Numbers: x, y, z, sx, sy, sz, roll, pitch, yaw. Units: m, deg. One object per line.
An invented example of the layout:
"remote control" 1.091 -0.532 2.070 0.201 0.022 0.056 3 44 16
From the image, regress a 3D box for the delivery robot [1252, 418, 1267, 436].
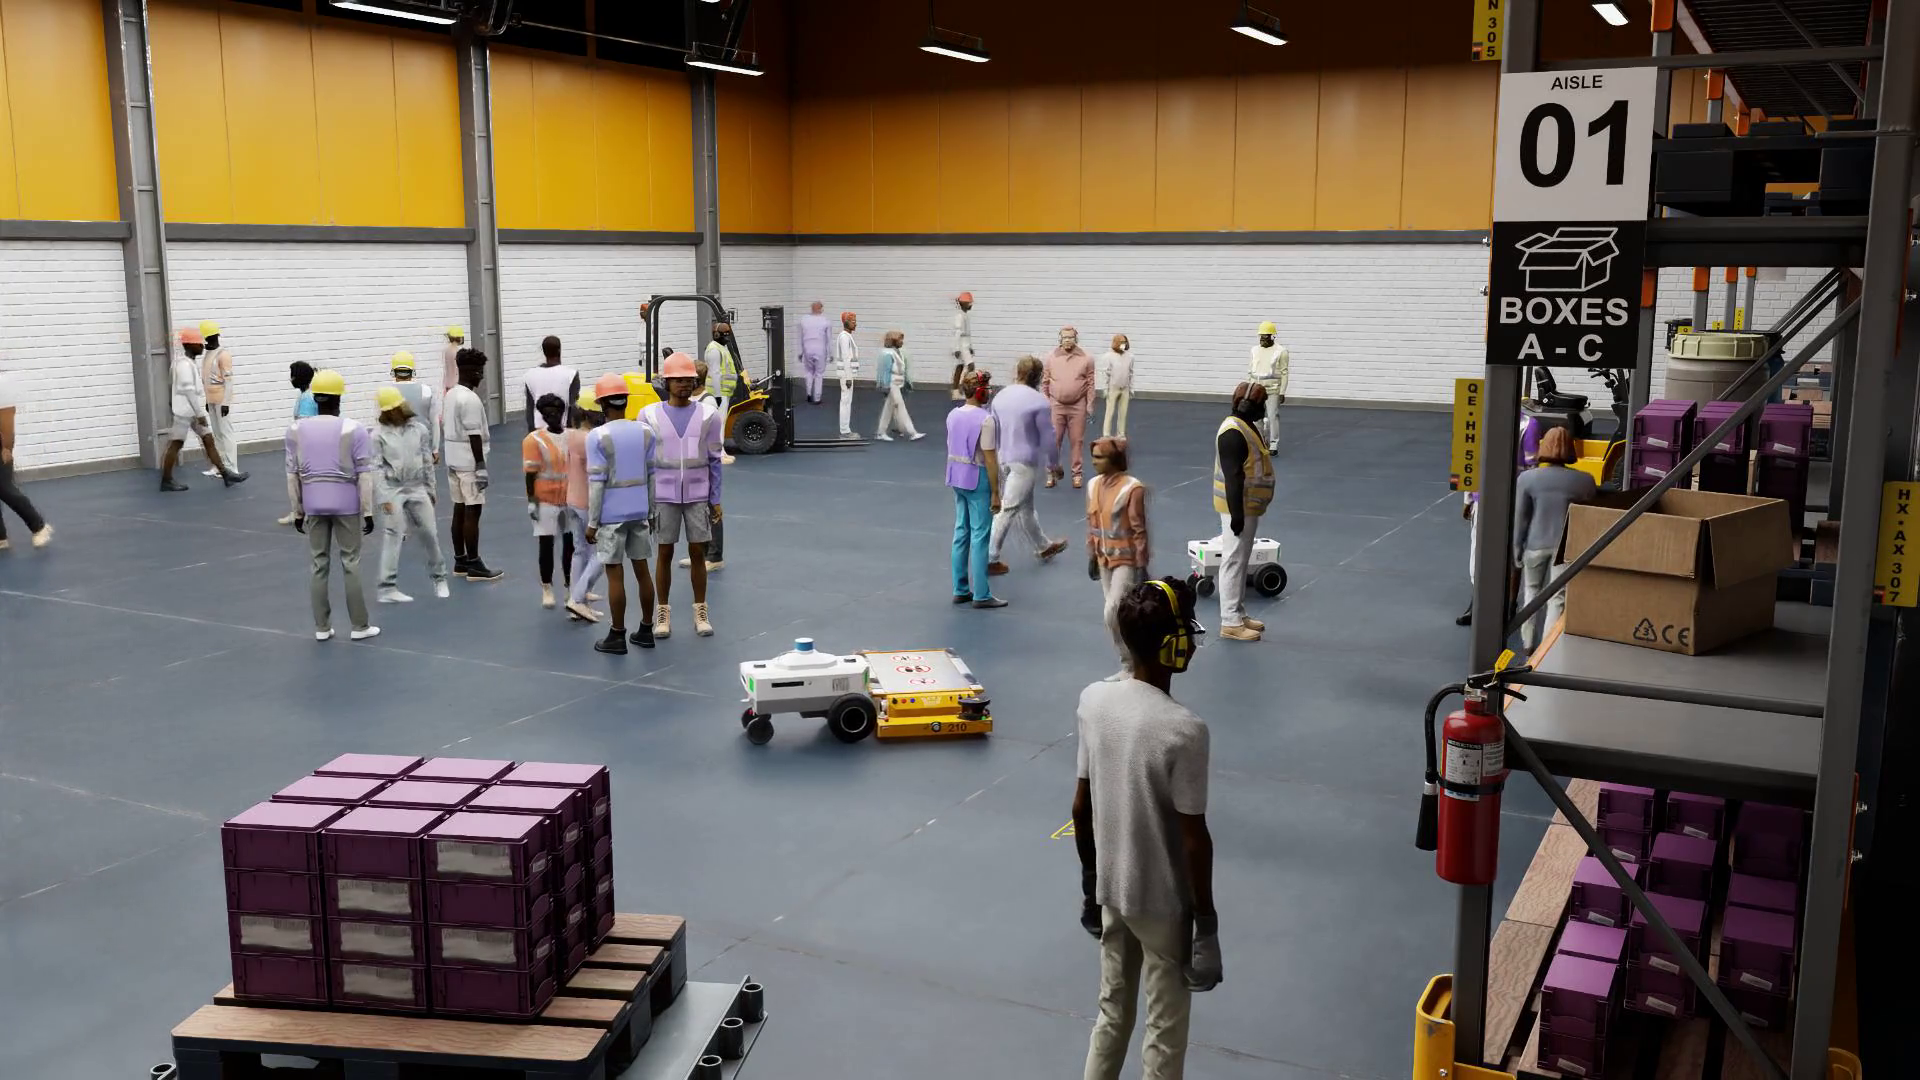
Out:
"delivery robot" 4.000 -1.591 23.313 0.477 0.478 0.707 9 13 41

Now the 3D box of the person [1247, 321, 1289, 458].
"person" 4.114 -2.021 22.377 0.603 1.830 0.404 9 13 41

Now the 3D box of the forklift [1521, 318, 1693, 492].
"forklift" 7.066 -1.601 18.899 2.313 2.155 1.214 5 11 27

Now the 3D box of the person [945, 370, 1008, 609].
"person" 0.102 -0.390 12.896 0.389 1.846 0.567 -7 12 -36

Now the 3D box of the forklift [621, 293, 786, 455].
"forklift" -3.588 -2.317 23.042 2.313 2.155 1.214 -1 10 -5

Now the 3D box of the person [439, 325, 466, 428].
"person" -7.143 -2.135 23.312 0.625 1.749 0.520 -7 12 -37

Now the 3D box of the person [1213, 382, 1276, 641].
"person" 2.034 -0.215 11.913 0.429 1.839 0.622 3 10 17

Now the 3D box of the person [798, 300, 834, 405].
"person" -2.600 -3.404 30.218 0.670 1.883 0.502 2 10 12

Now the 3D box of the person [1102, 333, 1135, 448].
"person" 2.225 -2.092 23.366 0.507 1.630 0.268 -4 11 -24

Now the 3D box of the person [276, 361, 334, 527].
"person" -6.567 -0.930 16.529 0.688 1.673 0.539 -4 11 -24

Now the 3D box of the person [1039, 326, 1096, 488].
"person" 1.256 -1.547 19.461 0.670 1.901 0.405 0 10 1

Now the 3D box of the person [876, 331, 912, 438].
"person" -0.977 -2.327 24.874 0.539 1.595 0.803 -5 11 -25

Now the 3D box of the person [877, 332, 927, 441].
"person" -0.858 -2.218 24.199 0.836 1.600 0.518 2 10 13

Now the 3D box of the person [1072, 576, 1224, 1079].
"person" 0.537 1.023 4.657 0.321 1.869 0.532 -8 12 -38

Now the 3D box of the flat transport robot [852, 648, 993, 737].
"flat transport robot" -0.259 0.890 10.038 0.652 0.197 1.431 -2 10 -10

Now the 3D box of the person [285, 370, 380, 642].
"person" -4.441 -0.237 11.775 0.589 1.927 0.388 0 10 0

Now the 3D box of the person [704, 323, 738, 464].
"person" -3.126 -1.919 21.772 0.430 1.841 0.624 0 10 1

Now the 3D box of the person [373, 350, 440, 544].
"person" -5.218 -0.870 15.715 0.592 1.833 0.404 -5 11 -25

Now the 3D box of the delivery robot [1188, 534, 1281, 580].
"delivery robot" 2.210 0.118 13.419 0.707 0.478 0.477 -2 10 -10

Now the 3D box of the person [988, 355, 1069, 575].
"person" 0.562 -0.653 14.355 1.089 1.867 0.632 -8 13 -38

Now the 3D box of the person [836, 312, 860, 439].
"person" -1.651 -2.421 24.548 0.341 1.881 0.587 -1 10 -4

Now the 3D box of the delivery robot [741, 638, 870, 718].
"delivery robot" -0.882 0.801 9.461 0.707 0.478 0.477 -2 10 -14

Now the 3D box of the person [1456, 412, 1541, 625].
"person" 3.924 -0.306 12.143 0.552 1.937 0.356 9 13 43

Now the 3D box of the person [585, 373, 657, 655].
"person" -2.343 -0.178 11.434 0.374 1.928 0.542 10 14 44

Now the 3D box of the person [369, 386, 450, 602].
"person" -4.365 -0.366 13.146 0.564 1.715 0.328 -9 13 -41

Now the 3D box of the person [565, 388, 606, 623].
"person" -2.744 -0.249 12.349 0.384 1.746 0.613 -7 12 -33

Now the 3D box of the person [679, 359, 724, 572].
"person" -2.234 -0.639 14.347 0.342 1.842 0.506 -5 11 -28

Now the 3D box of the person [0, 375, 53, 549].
"person" -8.932 -0.904 15.308 0.732 2.000 0.739 5 11 26

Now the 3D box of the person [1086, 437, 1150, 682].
"person" 1.009 0.149 10.457 0.449 1.609 0.522 -6 12 -32

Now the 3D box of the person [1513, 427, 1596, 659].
"person" 3.921 0.058 10.975 0.498 1.605 0.770 5 11 27

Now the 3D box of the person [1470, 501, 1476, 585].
"person" 4.417 -0.420 13.656 0.521 1.643 0.306 -3 10 -16

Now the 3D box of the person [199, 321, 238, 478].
"person" -9.127 -1.728 20.426 0.585 1.920 0.373 9 13 42

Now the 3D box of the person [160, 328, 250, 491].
"person" -8.819 -1.500 19.216 1.003 1.877 0.548 -2 10 -13

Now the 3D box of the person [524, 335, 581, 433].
"person" -4.155 -1.140 17.048 0.609 1.908 0.517 2 10 11

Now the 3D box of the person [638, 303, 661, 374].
"person" -5.379 -3.148 28.759 0.360 1.883 0.574 -8 13 -39

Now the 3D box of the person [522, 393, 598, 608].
"person" -3.107 -0.308 12.901 0.319 1.681 0.620 9 13 43

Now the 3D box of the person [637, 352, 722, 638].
"person" -1.993 -0.318 11.896 0.607 2.048 0.365 -2 10 -14

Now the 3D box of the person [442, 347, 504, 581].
"person" -4.129 -0.639 14.011 0.392 1.959 0.605 -7 12 -35

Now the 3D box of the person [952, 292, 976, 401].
"person" 0.165 -3.580 30.848 0.741 2.018 0.633 1 10 8
